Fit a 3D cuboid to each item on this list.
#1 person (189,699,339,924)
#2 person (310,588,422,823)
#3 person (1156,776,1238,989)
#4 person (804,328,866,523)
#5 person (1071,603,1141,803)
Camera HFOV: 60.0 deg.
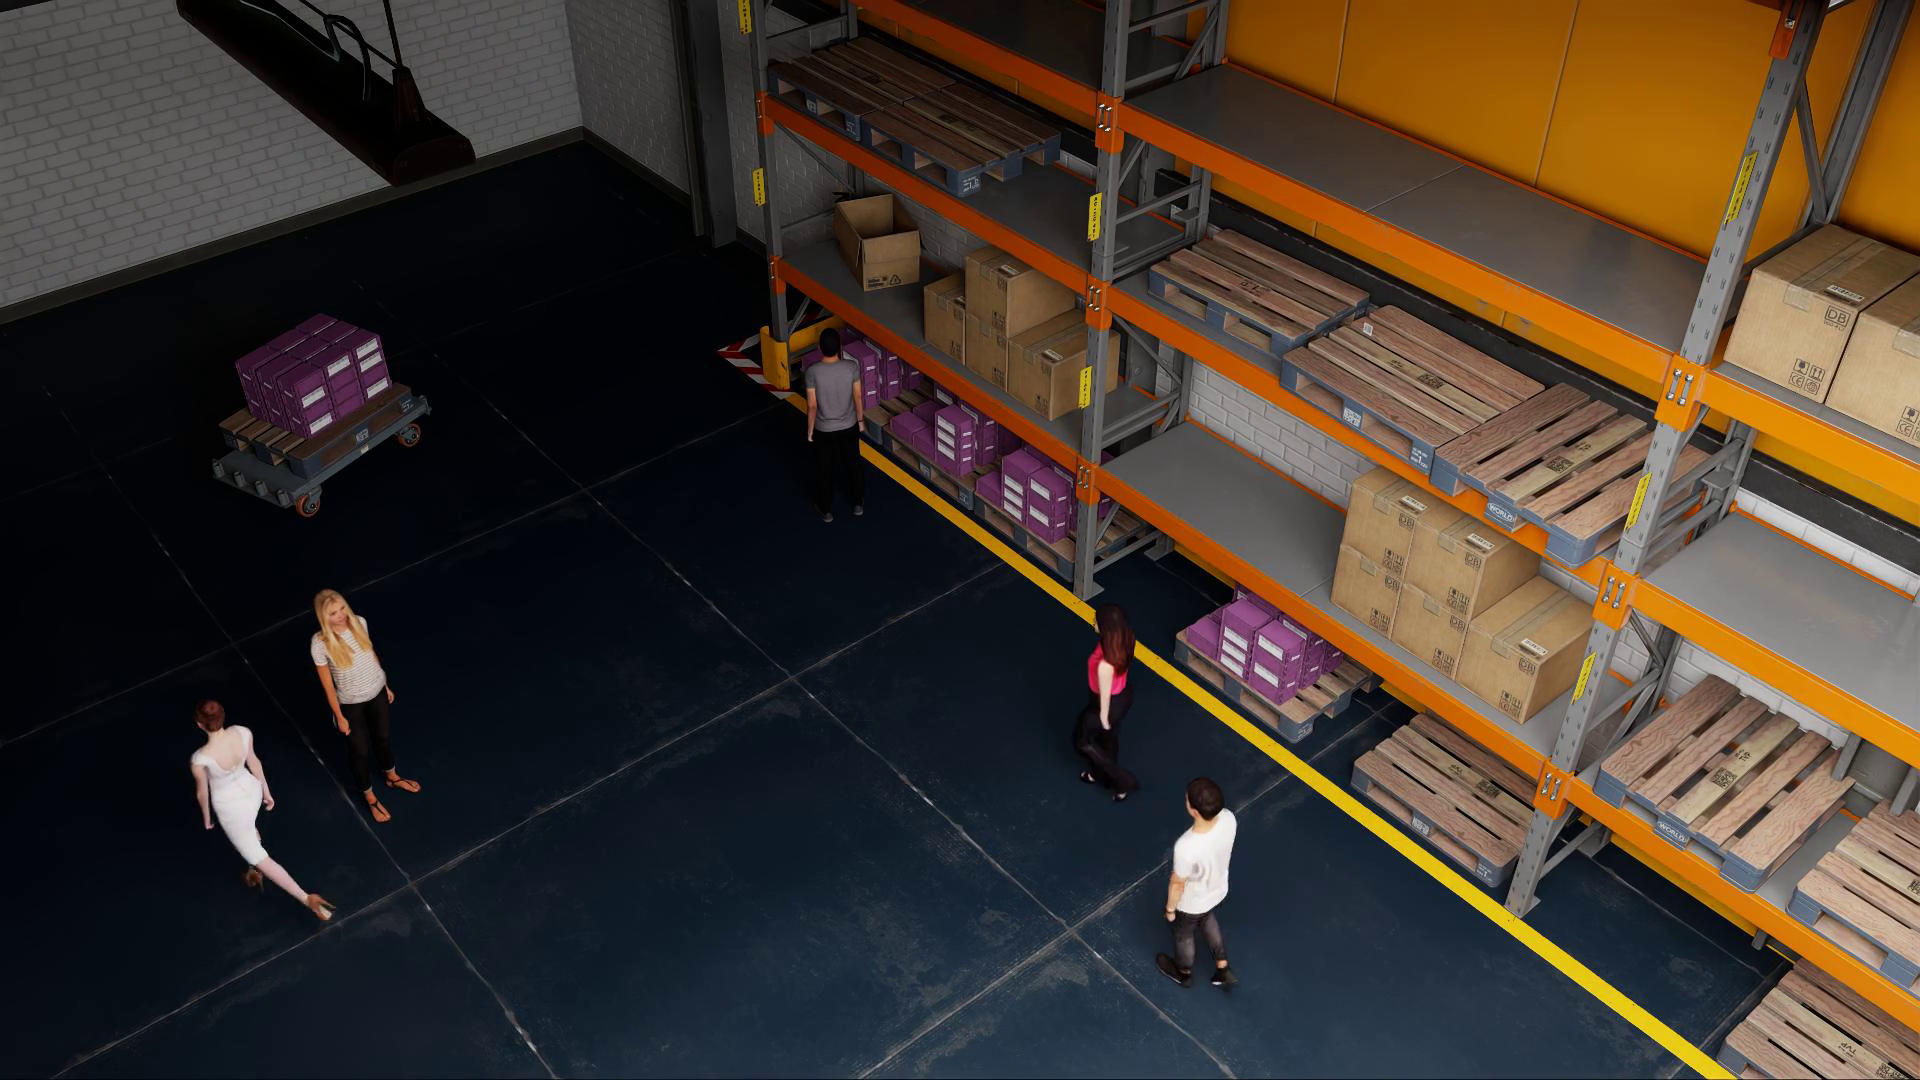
[{"bbox_3d":[-4.244,1.671,9.975,1.174,1.755,0.840,19,43,23],"label":"person"},{"bbox_3d":[-3.882,1.030,10.721,0.647,1.827,0.665,19,42,22],"label":"person"},{"bbox_3d":[1.427,2.034,9.554,0.643,1.714,0.750,-28,47,-31],"label":"person"},{"bbox_3d":[-0.993,-0.922,13.223,0.695,1.755,0.673,-11,40,-14],"label":"person"},{"bbox_3d":[1.032,1.080,10.800,0.812,1.648,0.721,18,42,21],"label":"person"}]
